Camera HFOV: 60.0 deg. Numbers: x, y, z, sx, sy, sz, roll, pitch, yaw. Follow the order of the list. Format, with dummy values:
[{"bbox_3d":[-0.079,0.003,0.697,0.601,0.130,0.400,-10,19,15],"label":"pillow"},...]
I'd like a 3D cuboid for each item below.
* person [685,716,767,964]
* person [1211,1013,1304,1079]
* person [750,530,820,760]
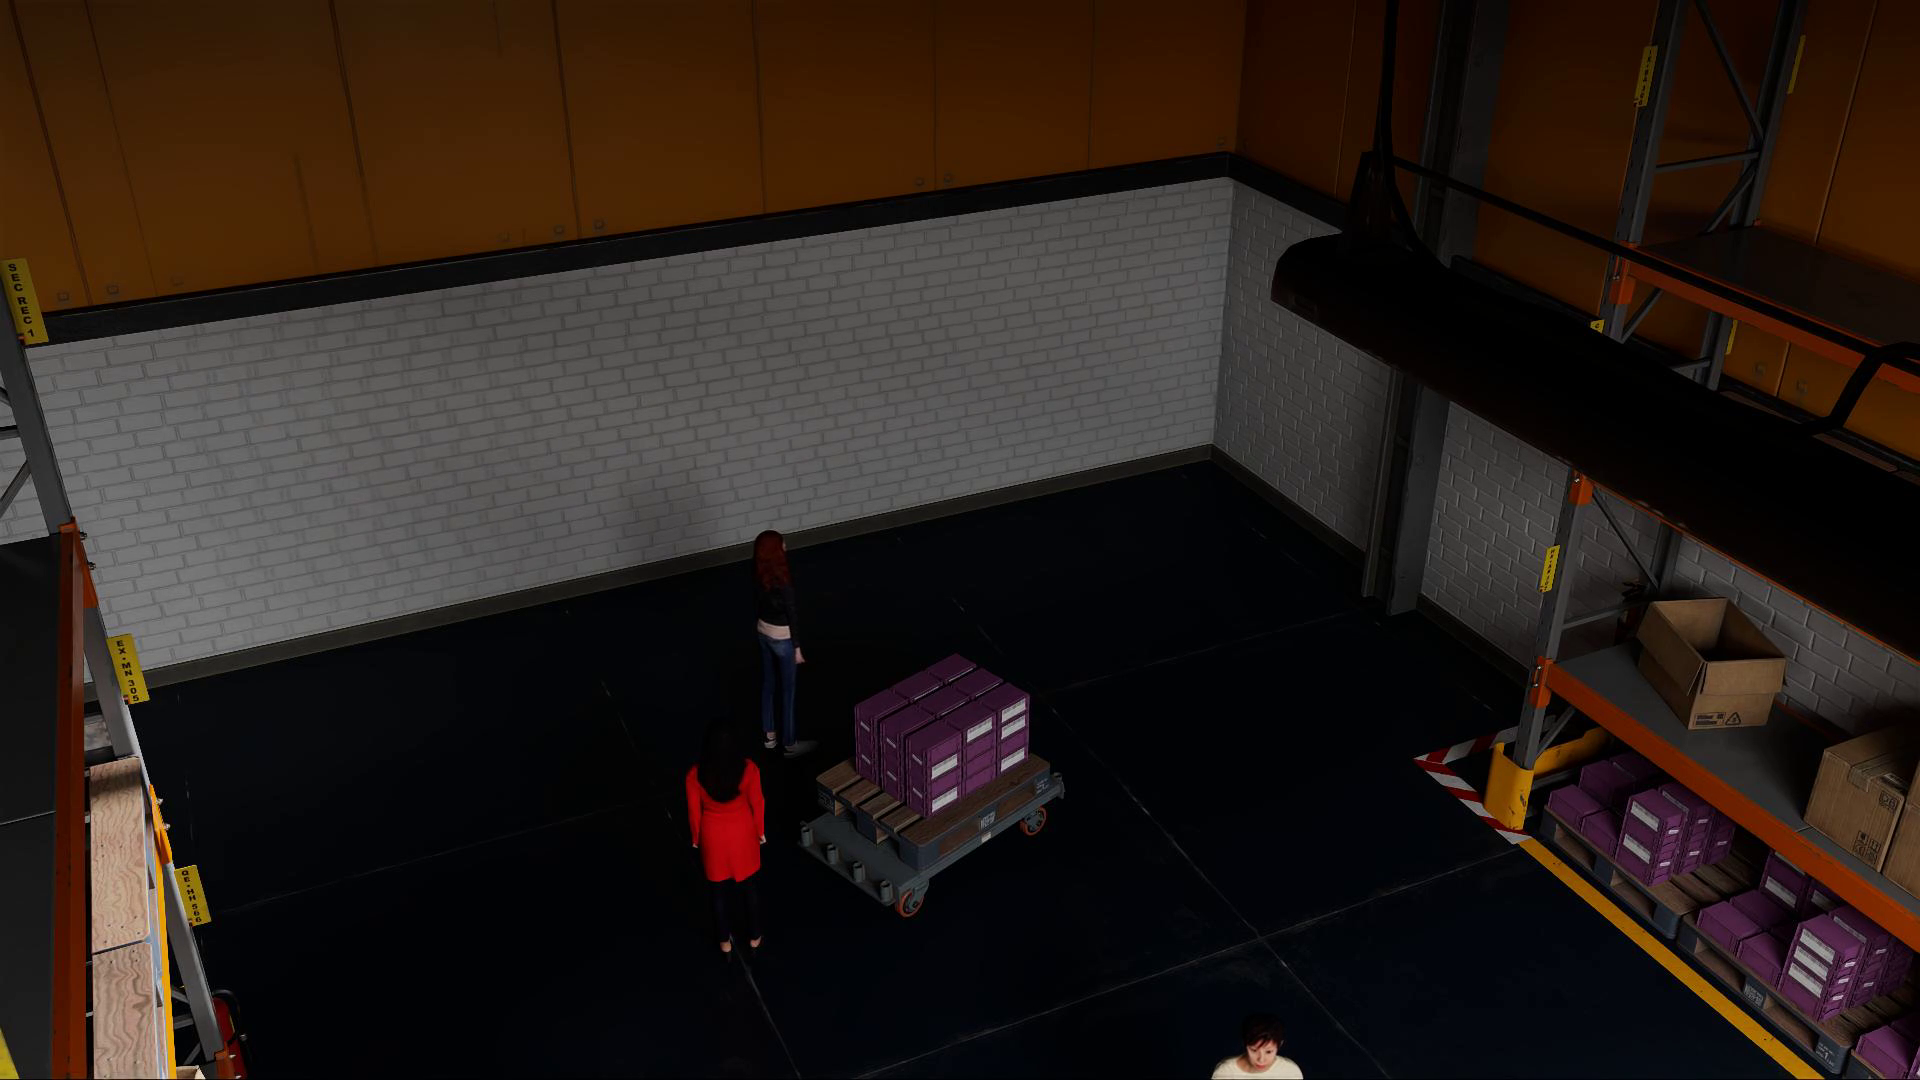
[{"bbox_3d":[-1.365,1.777,9.852,0.678,1.746,0.687,-5,29,-9],"label":"person"},{"bbox_3d":[1.387,2.890,7.977,0.653,1.587,0.623,0,29,0],"label":"person"},{"bbox_3d":[-1.290,0.725,11.739,0.700,1.786,0.578,-25,37,-38],"label":"person"}]
